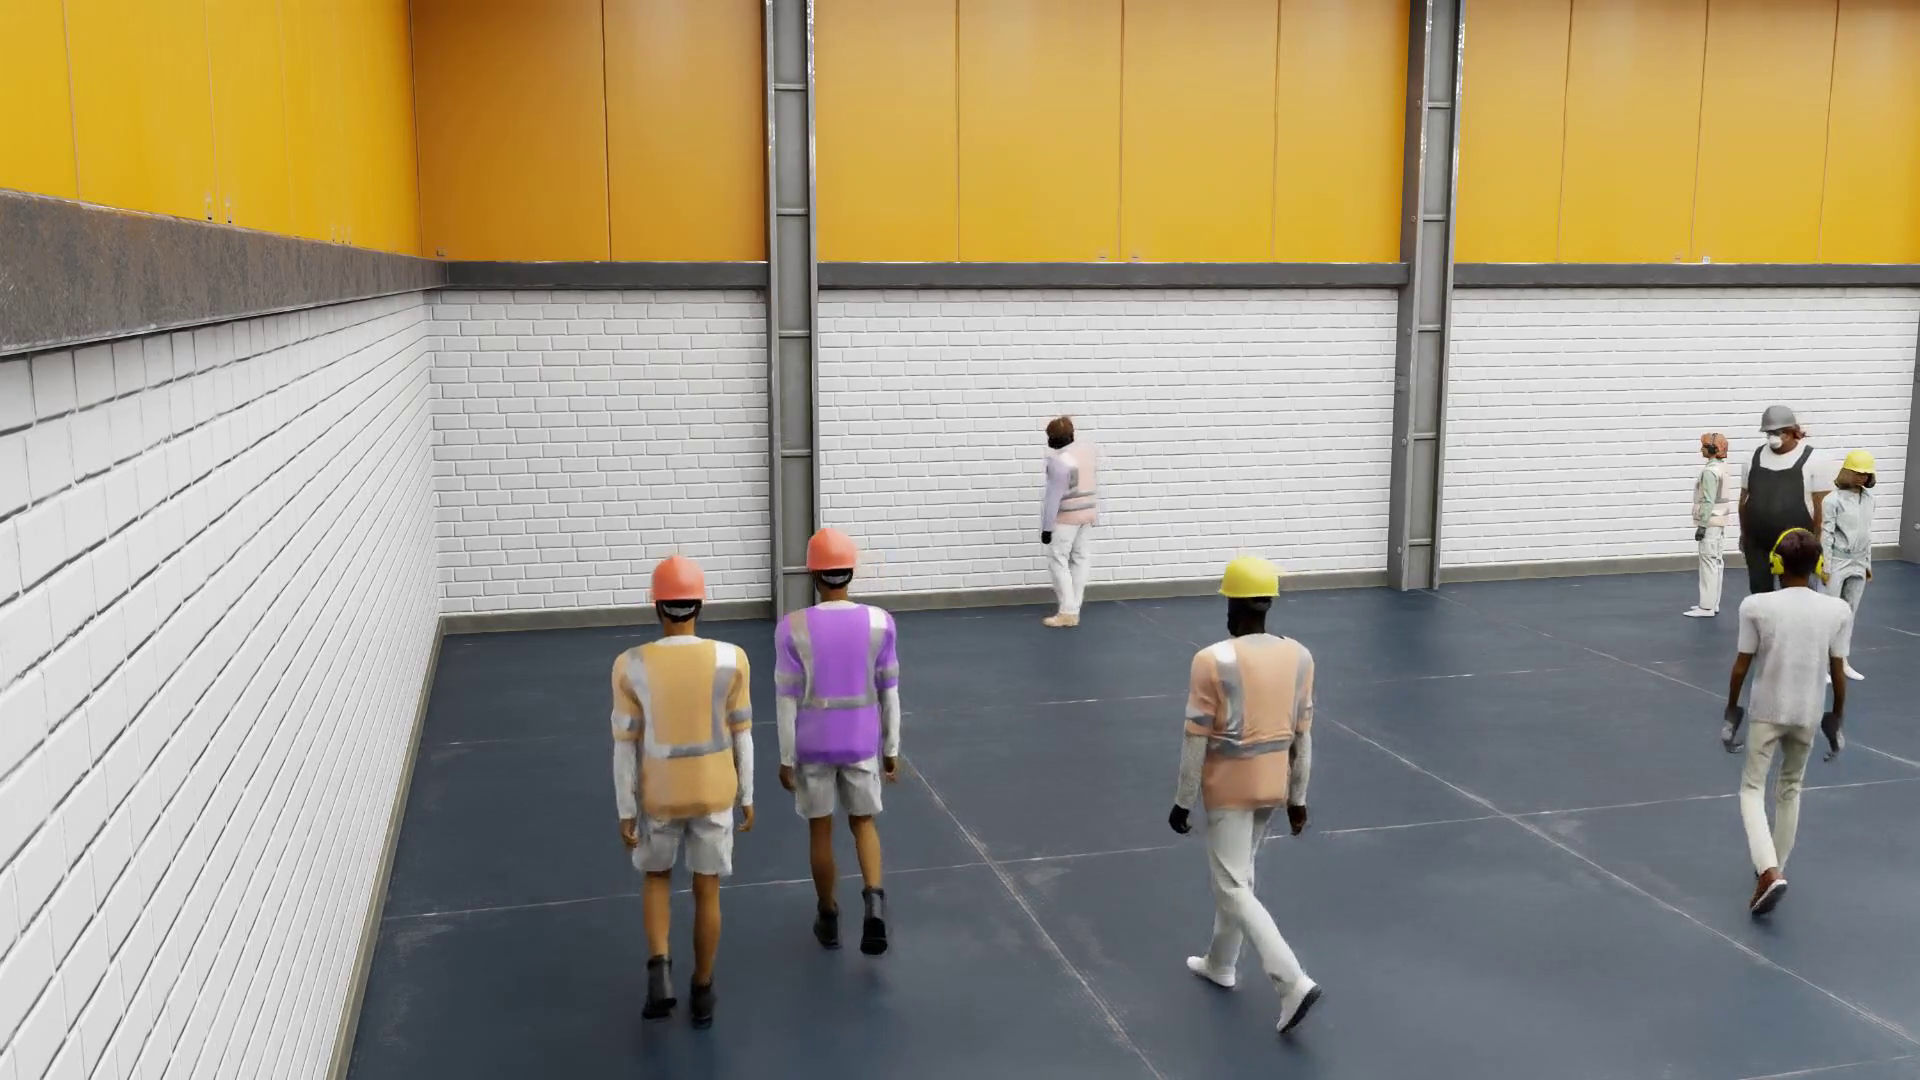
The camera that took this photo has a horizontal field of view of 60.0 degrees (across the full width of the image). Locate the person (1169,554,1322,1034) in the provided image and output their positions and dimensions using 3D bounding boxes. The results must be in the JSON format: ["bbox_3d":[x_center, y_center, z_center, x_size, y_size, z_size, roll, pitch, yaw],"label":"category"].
[{"bbox_3d":[1.206,1.011,6.753,0.586,1.904,0.844,-6,11,-32],"label":"person"}]

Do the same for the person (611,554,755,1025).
[{"bbox_3d":[-1.097,1.018,6.654,0.560,1.923,0.487,-1,9,-8],"label":"person"}]

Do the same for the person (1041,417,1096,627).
[{"bbox_3d":[0.929,-0.160,14.363,0.431,1.812,0.700,7,12,37],"label":"person"}]

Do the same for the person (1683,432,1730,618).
[{"bbox_3d":[6.623,-0.131,14.687,0.306,1.640,0.521,7,11,36],"label":"person"}]

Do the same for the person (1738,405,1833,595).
[{"bbox_3d":[6.567,-0.108,13.296,0.714,2.000,0.691,-9,13,-43],"label":"person"}]

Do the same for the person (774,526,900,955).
[{"bbox_3d":[-0.527,0.910,7.311,0.550,1.923,0.631,-2,9,-15],"label":"person"}]

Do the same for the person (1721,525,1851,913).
[{"bbox_3d":[3.922,0.850,7.918,0.558,1.857,0.709,2,9,11],"label":"person"}]

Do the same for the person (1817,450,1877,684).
[{"bbox_3d":[6.581,0.195,12.333,0.489,1.741,0.322,-3,10,-20],"label":"person"}]
